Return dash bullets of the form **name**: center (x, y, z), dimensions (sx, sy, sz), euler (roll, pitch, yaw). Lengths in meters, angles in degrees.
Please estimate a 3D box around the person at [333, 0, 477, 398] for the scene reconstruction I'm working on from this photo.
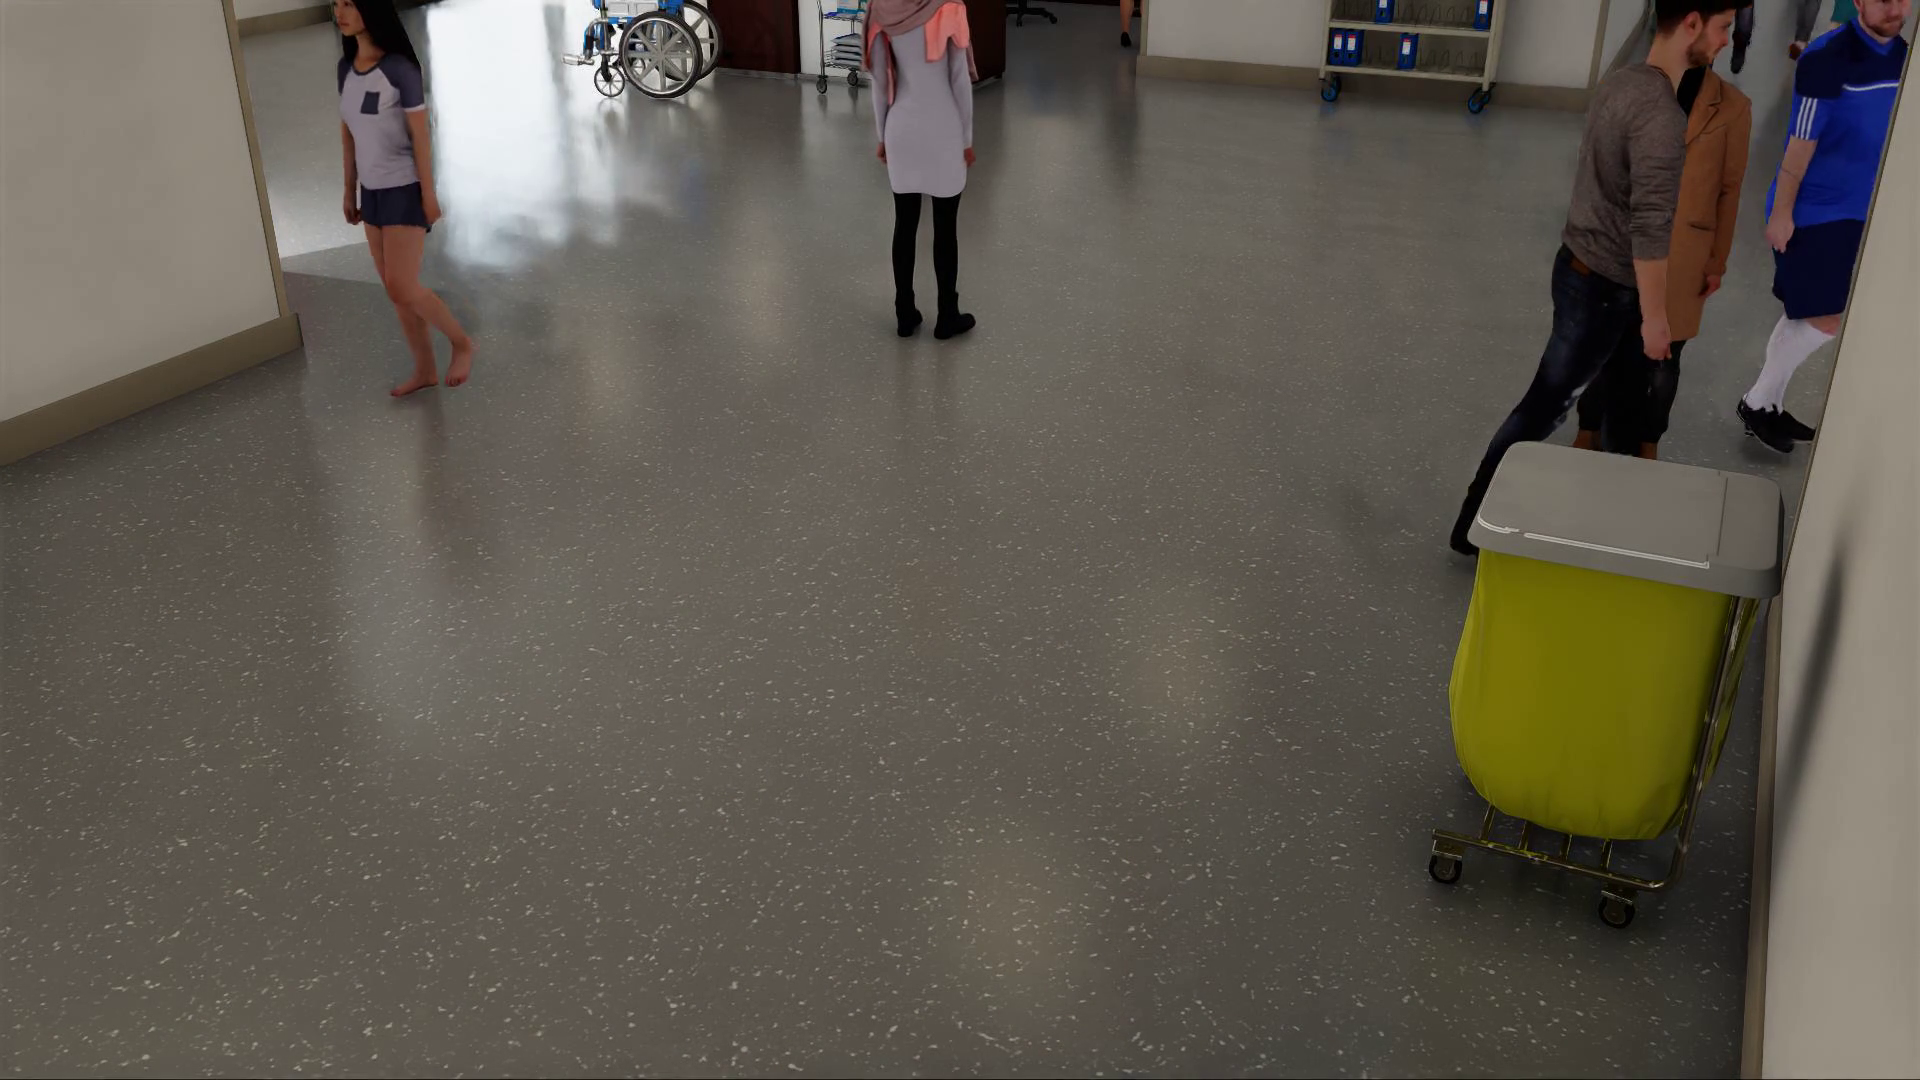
- **person**: center (-2.195, -1.409, 6.657), dimensions (0.621, 1.699, 0.723), euler (18, 31, 33)

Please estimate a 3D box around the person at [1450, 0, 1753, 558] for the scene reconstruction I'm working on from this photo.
- **person**: center (1.900, -0.776, 5.169), dimensions (1.158, 1.851, 0.956), euler (8, 27, 16)

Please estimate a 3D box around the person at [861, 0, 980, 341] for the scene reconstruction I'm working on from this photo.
- **person**: center (-0.158, -1.774, 7.294), dimensions (0.537, 1.803, 0.698), euler (10, 27, 19)

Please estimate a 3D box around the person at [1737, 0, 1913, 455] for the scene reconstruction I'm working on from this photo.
- **person**: center (3.069, -1.195, 6.074), dimensions (0.873, 1.820, 0.855), euler (-19, 32, -34)

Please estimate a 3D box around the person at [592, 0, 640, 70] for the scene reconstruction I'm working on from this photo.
- **person**: center (-2.728, -4.790, 13.466), dimensions (0.673, 1.875, 0.726), euler (13, 29, 25)

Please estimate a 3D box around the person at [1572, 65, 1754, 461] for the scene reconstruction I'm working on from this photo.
- **person**: center (2.431, -1.038, 5.806), dimensions (0.587, 1.726, 0.741), euler (15, 30, 28)
